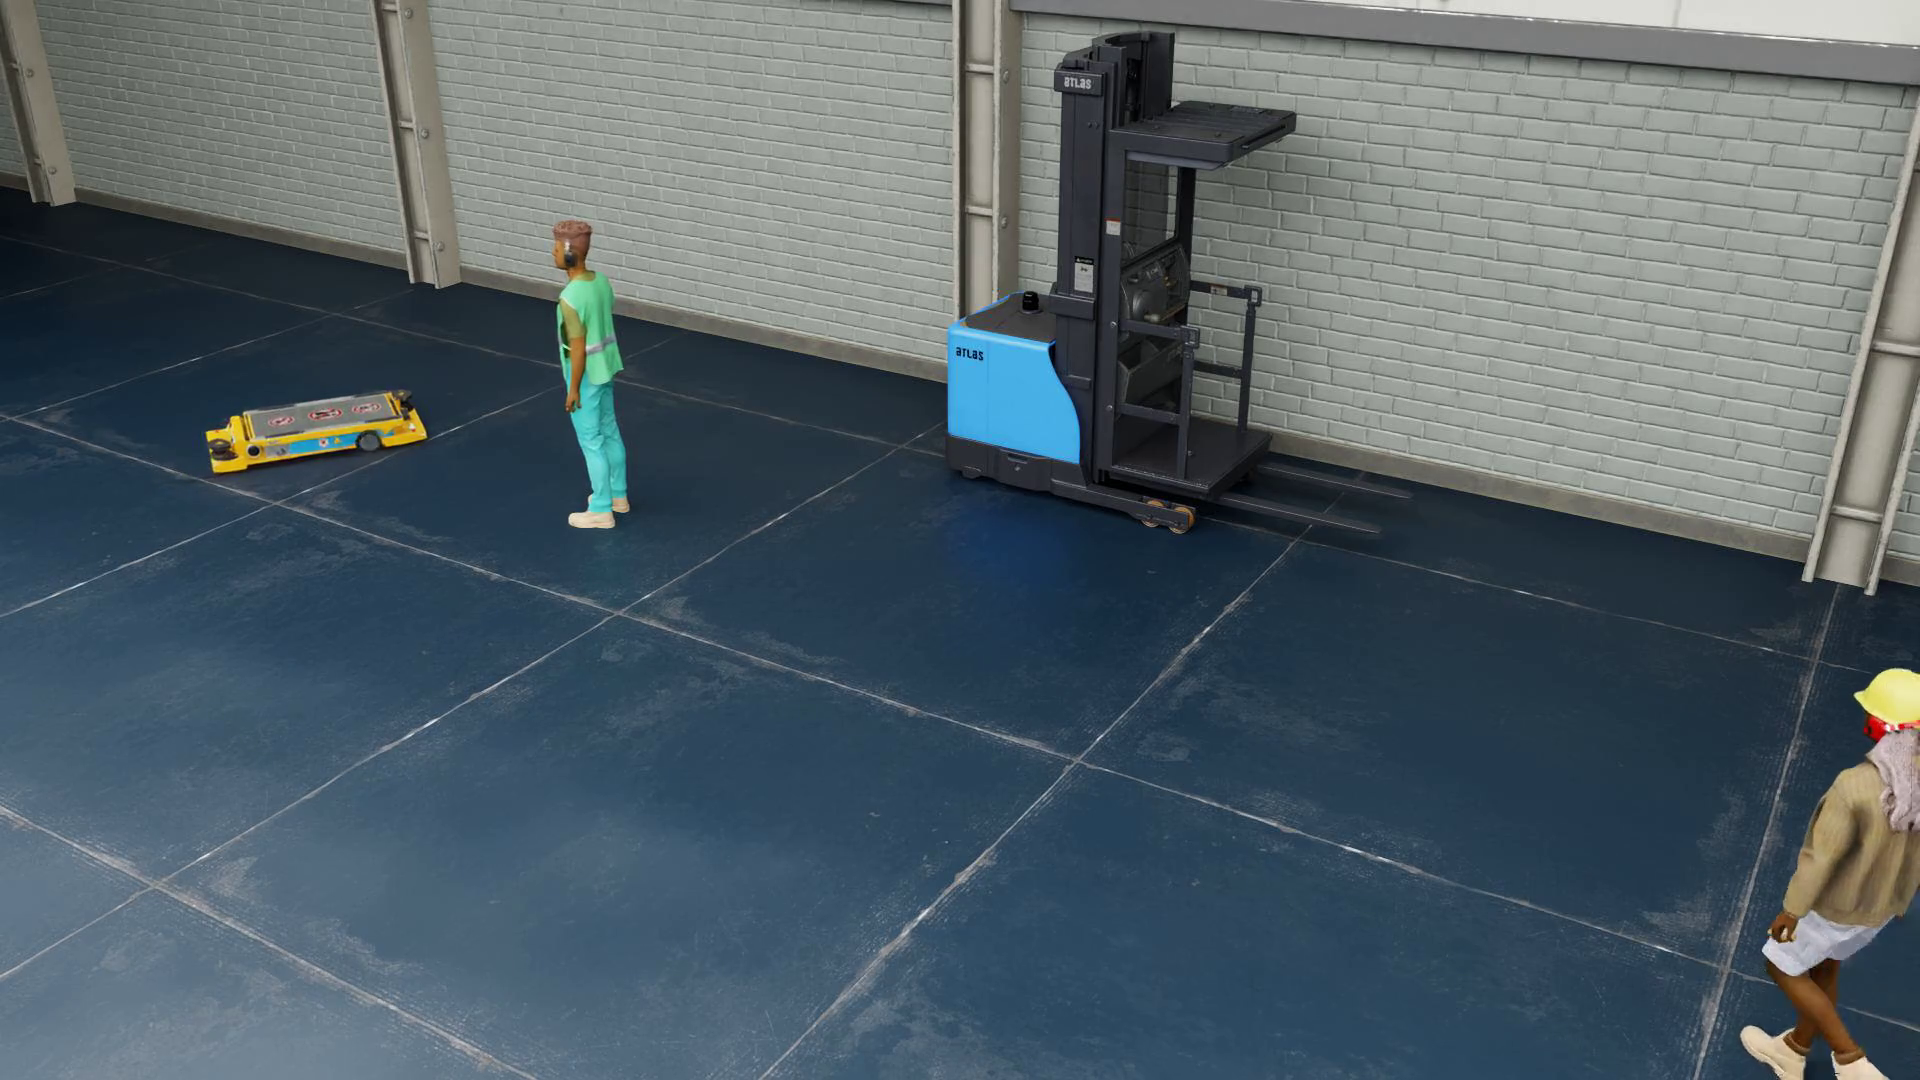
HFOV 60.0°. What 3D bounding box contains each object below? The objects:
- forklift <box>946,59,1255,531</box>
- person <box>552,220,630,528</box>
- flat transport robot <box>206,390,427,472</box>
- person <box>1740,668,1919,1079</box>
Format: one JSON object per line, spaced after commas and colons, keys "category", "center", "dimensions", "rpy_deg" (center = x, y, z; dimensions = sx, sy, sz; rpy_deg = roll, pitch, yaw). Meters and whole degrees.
{"category": "forklift", "center": [0.933, -1.707, 10.833], "dimensions": [1.873, 2.768, 1.129], "rpy_deg": [15, 29, 28]}
{"category": "person", "center": [-2.321, -1.030, 10.440], "dimensions": [0.401, 1.976, 0.490], "rpy_deg": [6, 26, 13]}
{"category": "flat transport robot", "center": [-4.617, -0.786, 11.921], "dimensions": [1.431, 0.231, 0.659], "rpy_deg": [-12, 28, -23]}
{"category": "person", "center": [3.147, 1.267, 5.841], "dimensions": [0.581, 1.743, 0.527], "rpy_deg": [-10, 27, -21]}
